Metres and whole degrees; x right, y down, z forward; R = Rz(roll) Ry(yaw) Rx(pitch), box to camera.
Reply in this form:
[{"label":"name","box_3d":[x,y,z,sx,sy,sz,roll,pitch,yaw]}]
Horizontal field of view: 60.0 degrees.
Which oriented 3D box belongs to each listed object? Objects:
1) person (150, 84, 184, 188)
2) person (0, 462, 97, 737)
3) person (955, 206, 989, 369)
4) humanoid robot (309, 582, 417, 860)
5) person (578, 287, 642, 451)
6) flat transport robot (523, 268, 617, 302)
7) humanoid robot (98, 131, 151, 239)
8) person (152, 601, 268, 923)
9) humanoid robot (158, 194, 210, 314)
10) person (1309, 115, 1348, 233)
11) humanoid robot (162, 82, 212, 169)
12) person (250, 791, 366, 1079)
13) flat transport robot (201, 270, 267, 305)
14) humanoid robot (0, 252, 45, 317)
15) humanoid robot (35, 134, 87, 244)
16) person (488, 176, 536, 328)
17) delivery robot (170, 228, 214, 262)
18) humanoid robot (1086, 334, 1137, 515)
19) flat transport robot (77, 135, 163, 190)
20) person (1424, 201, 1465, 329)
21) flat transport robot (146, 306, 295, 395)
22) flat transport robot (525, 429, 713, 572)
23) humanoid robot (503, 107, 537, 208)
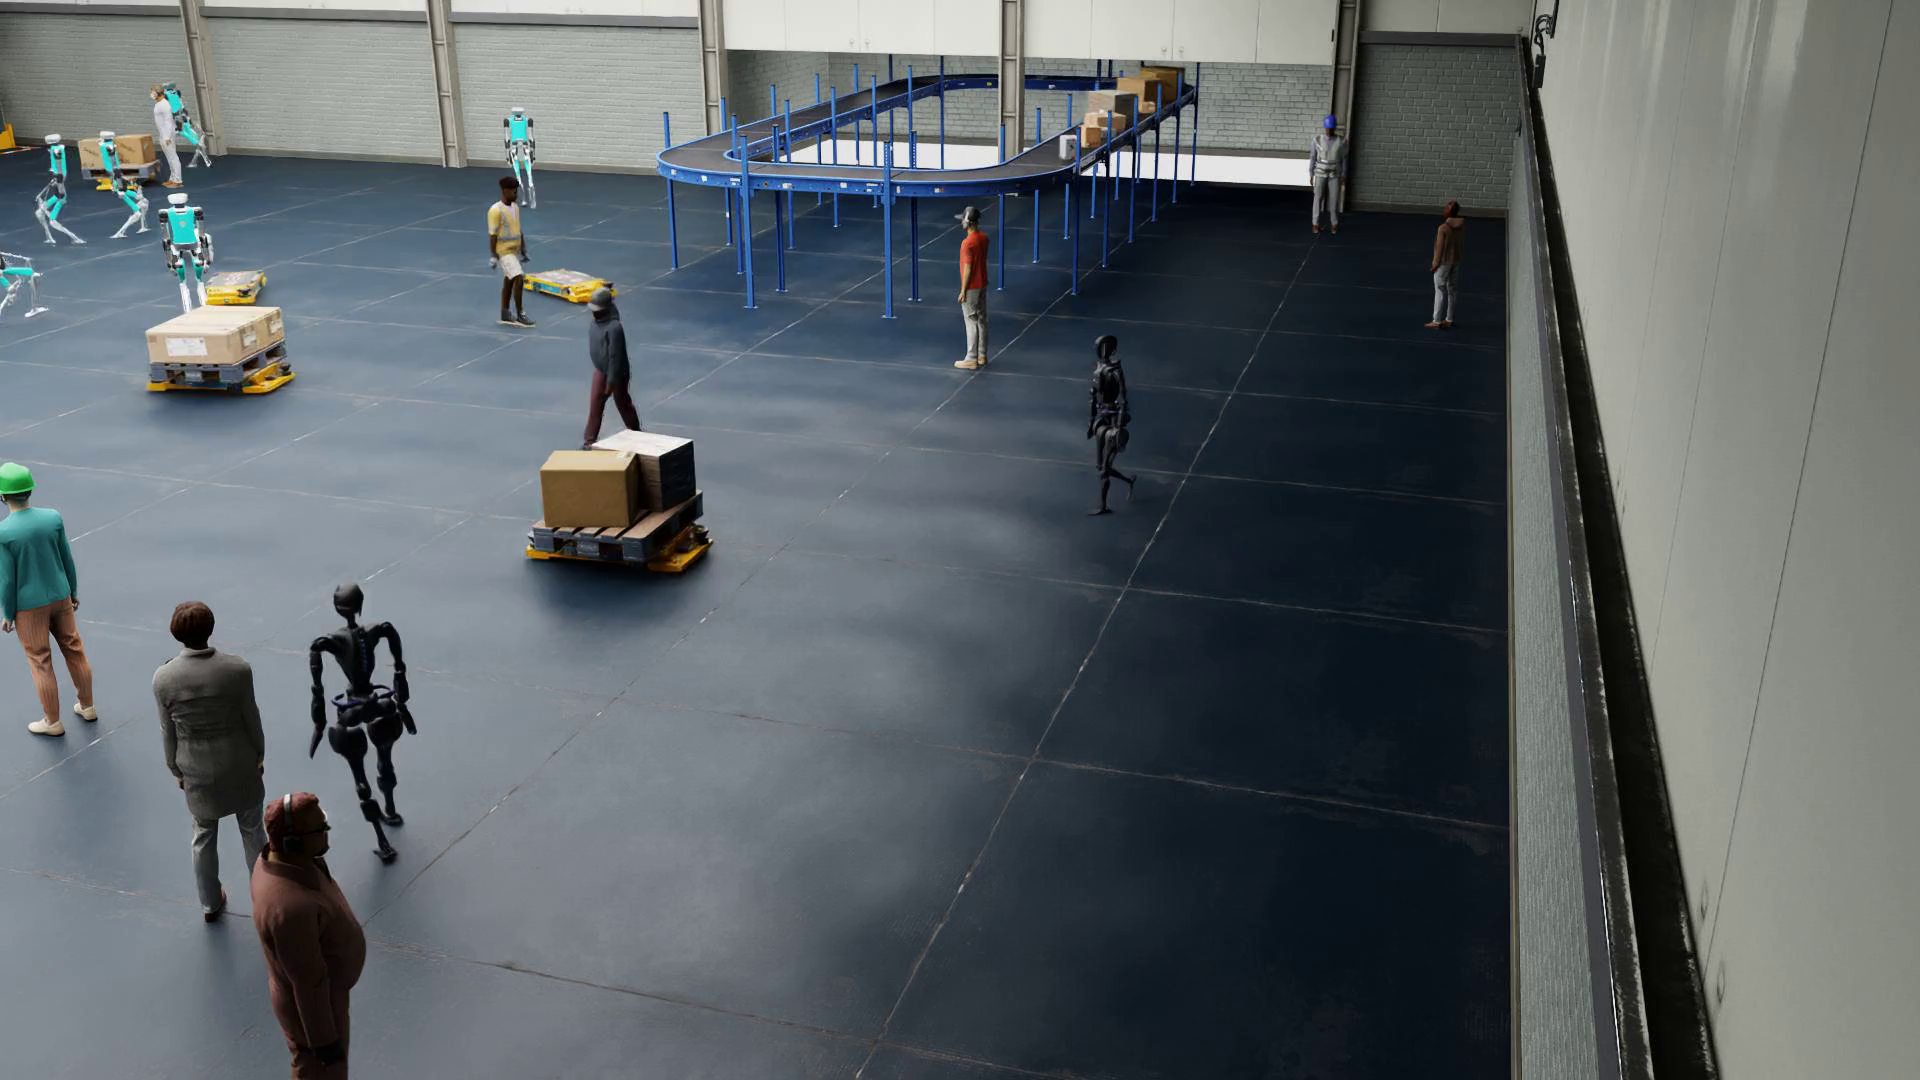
[{"label":"person","box_3d":[-15.282,-7.770,32.013,0.369,1.939,0.631,-14,25,-32]},{"label":"person","box_3d":[-6.049,0.390,10.934,0.350,1.874,0.512,13,24,30]},{"label":"person","box_3d":[0.130,-2.973,19.609,0.393,1.913,0.473,12,24,28]},{"label":"humanoid robot","box_3d":[-3.467,1.023,9.617,0.616,1.641,0.626,-18,27,-39]},{"label":"person","box_3d":[-3.527,-1.651,16.398,0.592,1.748,0.900,18,28,39]},{"label":"flat transport robot","box_3d":[-5.539,-3.600,23.515,1.431,0.231,0.659,19,28,41]},{"label":"humanoid robot","box_3d":[-13.631,-5.831,27.310,0.892,1.778,0.584,-17,27,-37]},{"label":"person","box_3d":[-3.988,1.194,8.936,0.497,1.823,0.370,-5,22,-13]},{"label":"humanoid robot","box_3d":[-9.985,-3.651,21.492,0.531,1.706,0.731,-10,23,-25]},{"label":"person","box_3d":[6.102,-6.062,27.593,0.623,1.930,0.415,3,21,7]},{"label":"humanoid robot","box_3d":[-15.819,-8.496,34.252,0.934,1.808,0.570,5,22,12]},{"label":"person","box_3d":[-2.670,1.907,6.957,0.402,1.908,0.641,-10,23,-24]},{"label":"flat transport robot","box_3d":[-10.203,-3.550,23.386,0.659,0.231,1.431,-5,22,-13]},{"label":"humanoid robot","box_3d":[-12.353,-3.617,21.598,0.538,1.762,1.027,19,28,40]},{"label":"humanoid robot","box_3d":[-14.635,-5.579,26.671,0.851,1.791,0.552,-10,23,-24]},{"label":"person","box_3d":[-5.733,-3.717,21.493,0.747,1.934,0.628,5,22,12]},{"label":"delivery robot","box_3d":[-11.837,-4.569,25.655,0.816,0.612,0.499,20,28,41]},{"label":"humanoid robot","box_3d":[1.407,-1.052,14.981,0.623,1.638,0.612,-11,23,-26]},{"label":"flat transport robot","box_3d":[-16.245,-7.006,32.350,0.659,0.231,1.431,-3,21,-8]},{"label":"person","box_3d":[6.290,-3.541,21.434,0.470,1.651,0.329,-11,24,-26]},{"label":"flat transport robot","box_3d":[-8.444,-1.869,19.026,1.431,0.231,0.659,2,21,5]},{"label":"flat transport robot","box_3d":[-2.888,0.017,14.134,1.431,0.231,0.659,6,22,14]},{"label":"humanoid robot","box_3d":[-7.846,-6.766,29.837,0.541,1.906,0.714,-8,22,-19]}]
